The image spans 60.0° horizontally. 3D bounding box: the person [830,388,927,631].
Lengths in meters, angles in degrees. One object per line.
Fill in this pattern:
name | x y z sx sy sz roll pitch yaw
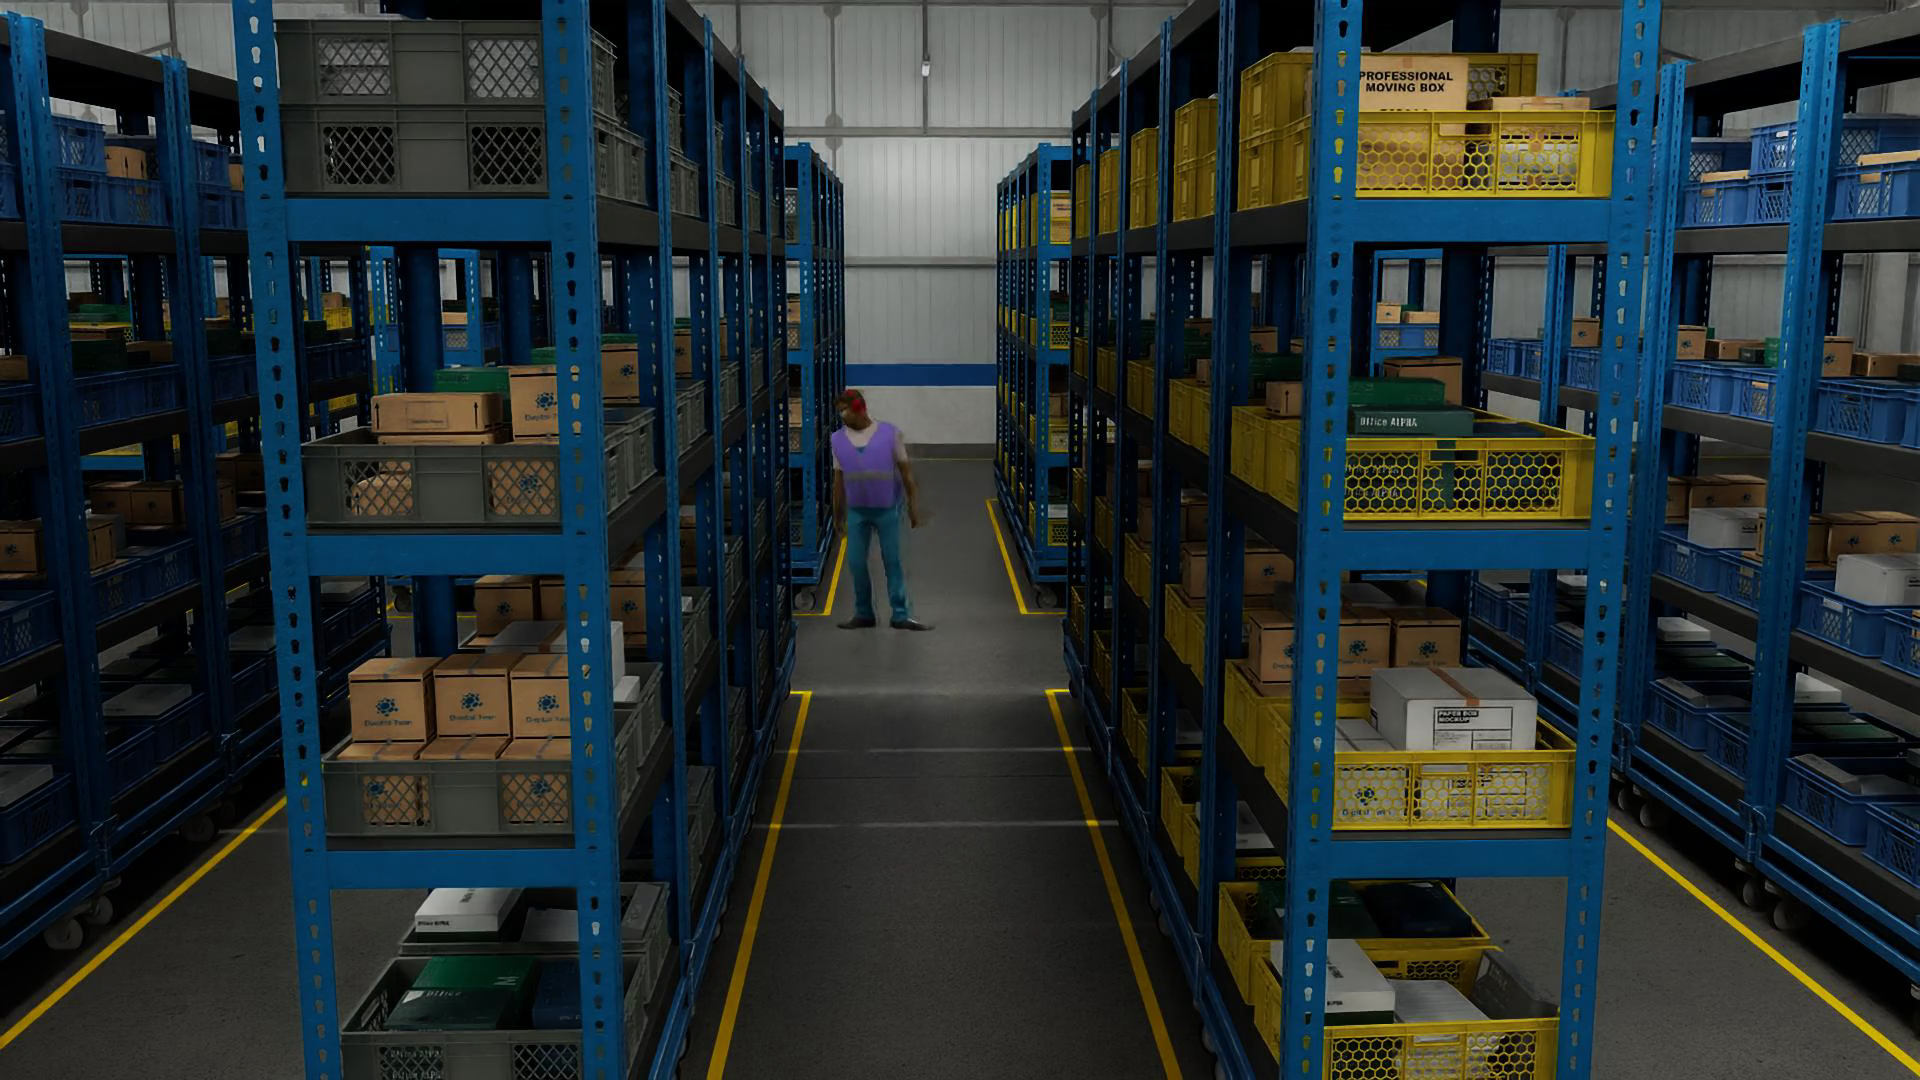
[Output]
person | -0.584 -0.210 12.209 0.733 1.808 0.398 3 10 15
